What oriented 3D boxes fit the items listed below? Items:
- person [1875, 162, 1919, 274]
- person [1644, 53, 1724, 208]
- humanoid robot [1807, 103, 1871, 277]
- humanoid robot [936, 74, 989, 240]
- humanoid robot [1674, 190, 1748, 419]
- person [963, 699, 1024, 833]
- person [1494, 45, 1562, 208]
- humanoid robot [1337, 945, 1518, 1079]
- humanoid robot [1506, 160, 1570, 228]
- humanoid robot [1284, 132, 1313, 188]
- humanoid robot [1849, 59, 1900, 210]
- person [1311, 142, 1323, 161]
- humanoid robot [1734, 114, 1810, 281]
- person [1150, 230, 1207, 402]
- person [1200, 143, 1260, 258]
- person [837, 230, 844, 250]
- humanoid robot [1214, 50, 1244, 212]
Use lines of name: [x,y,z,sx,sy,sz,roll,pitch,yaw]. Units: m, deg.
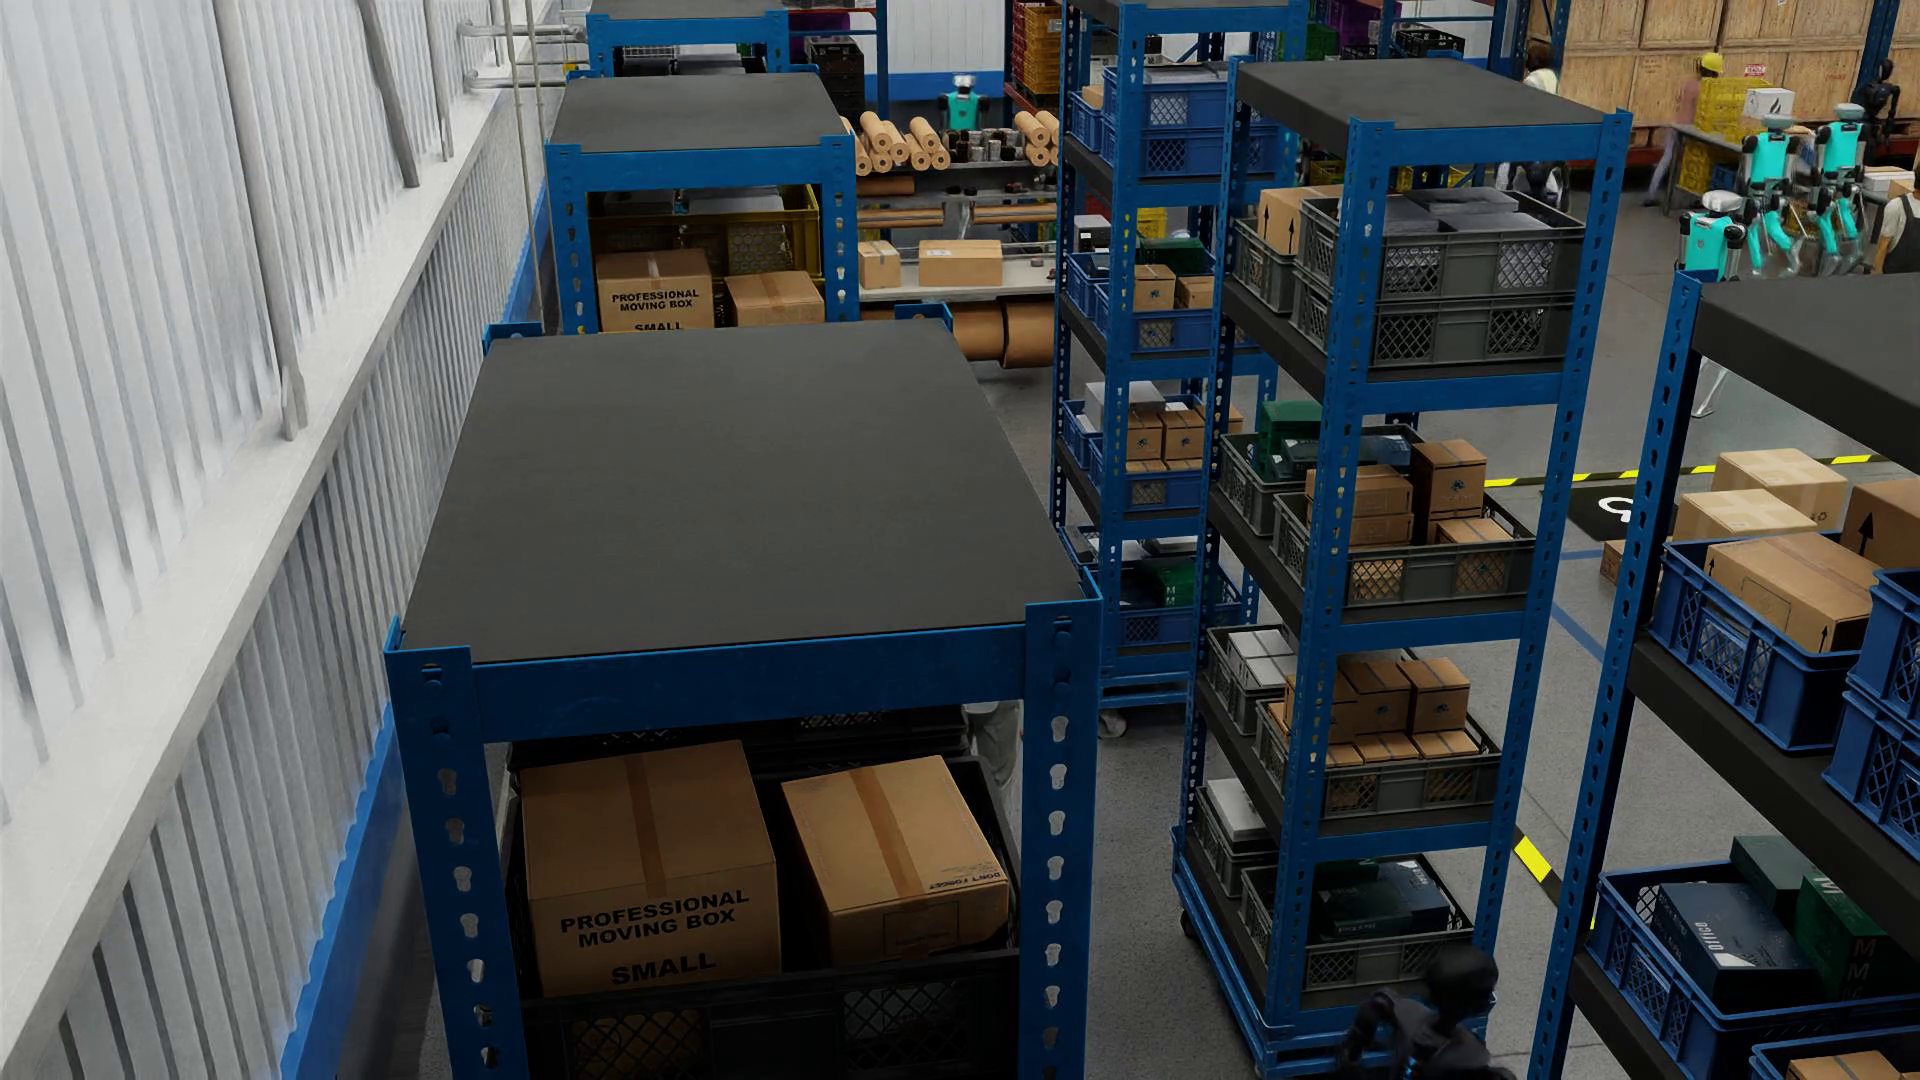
person: [7.259,-2.025,12.829,0.506,1.841,0.351,-6,25,-12]
person: [8.098,-4.514,18.377,0.835,1.709,0.630,-3,25,-6]
humanoid robot: [8.037,-2.985,15.074,0.532,1.811,0.746,-6,25,-13]
humanoid robot: [0.054,-3.950,17.187,0.532,1.784,0.996,2,25,5]
humanoid robot: [5.563,-1.734,12.156,0.735,1.673,0.533,-12,27,-24]
person: [0.073,0.655,6.982,0.563,1.849,0.390,16,29,30]
person: [6.284,-4.505,18.247,0.926,1.804,0.629,22,33,39]
humanoid robot: [1.250,1.813,4.722,0.522,1.652,0.614,-20,32,-37]
humanoid robot: [5.255,-2.967,15.091,0.603,1.633,0.631,12,27,24]
humanoid robot: [3.237,-3.759,16.588,0.530,1.691,0.733,5,25,11]
humanoid robot: [9.959,-4.490,18.380,0.608,1.648,0.468,0,25,-1]
person: [3.889,-4.531,18.171,0.393,1.922,0.589,3,25,6]
humanoid robot: [7.205,-2.820,14.678,0.552,1.734,0.937,-5,25,-11]
person: [1.407,-1.107,10.809,0.589,1.853,0.373,-4,25,-8]
person: [2.456,-3.047,15.035,0.525,1.844,0.592,6,25,13]
person: [-1.128,-2.400,13.648,0.962,1.823,0.501,-1,25,-2]
humanoid robot: [3.153,-4.458,18.258,0.861,1.789,0.540,0,25,-1]
